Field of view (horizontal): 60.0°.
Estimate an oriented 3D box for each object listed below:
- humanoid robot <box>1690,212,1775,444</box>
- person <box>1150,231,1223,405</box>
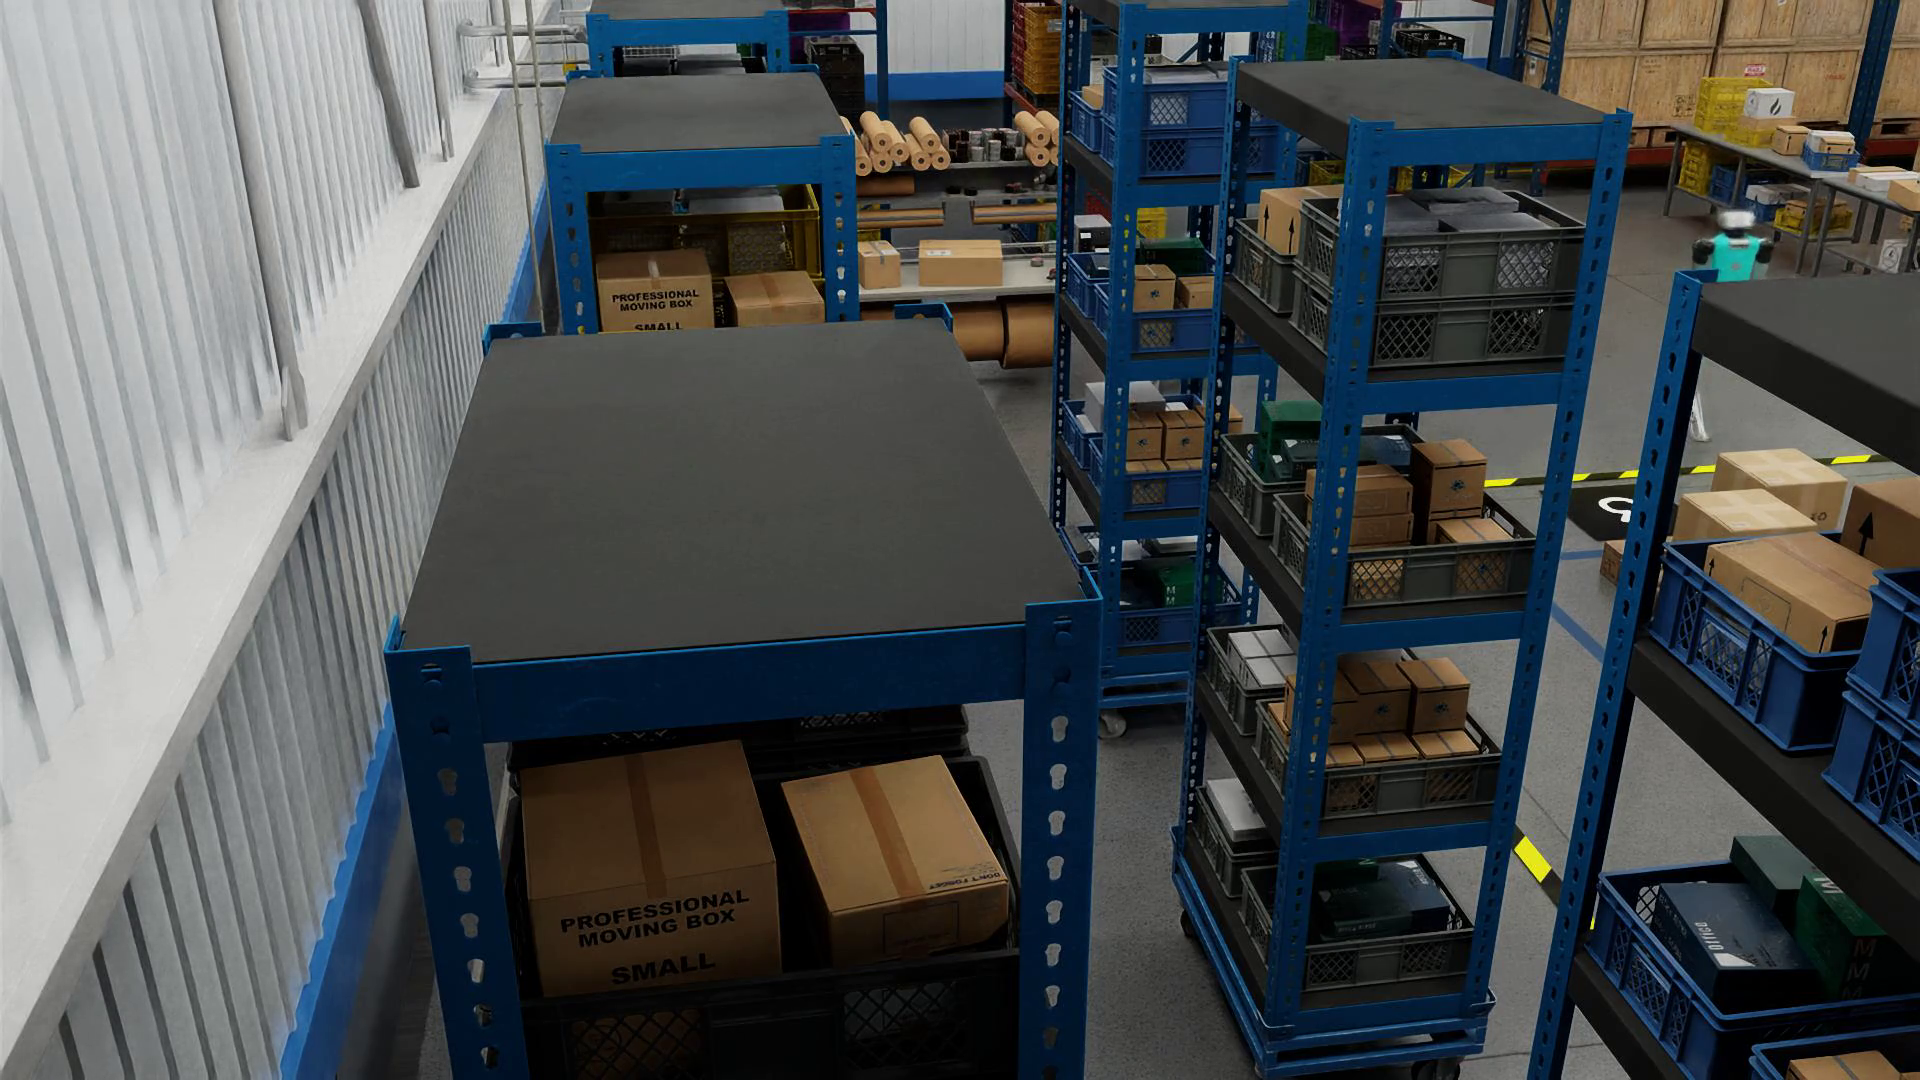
[{"bbox_3d":[5.364,-1.545,11.933,0.546,1.740,1.049,1,25,3],"label":"humanoid robot"},{"bbox_3d":[1.481,-1.097,10.789,0.588,1.852,0.374,-2,25,-4],"label":"person"}]
